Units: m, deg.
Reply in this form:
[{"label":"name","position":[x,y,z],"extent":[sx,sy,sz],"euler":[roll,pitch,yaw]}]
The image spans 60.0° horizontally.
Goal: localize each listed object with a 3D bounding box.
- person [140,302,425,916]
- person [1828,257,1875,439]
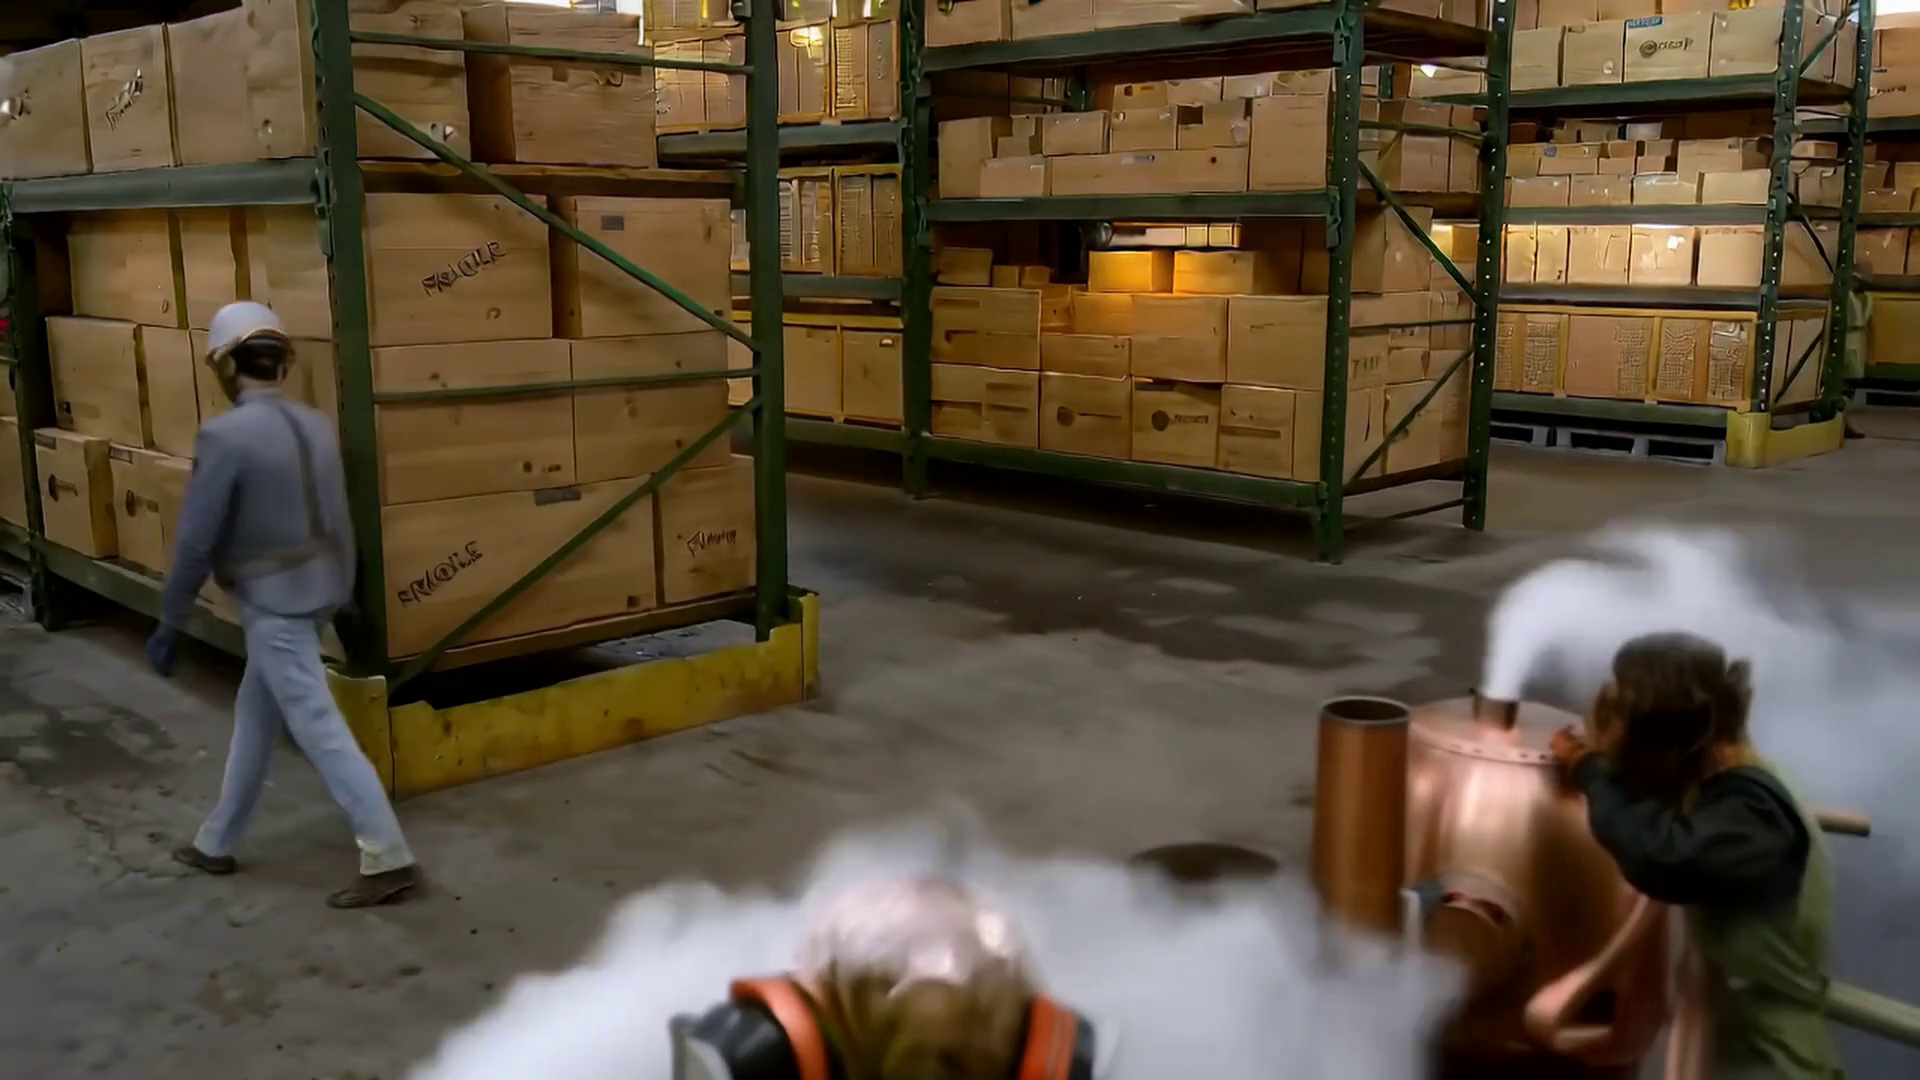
[{"label":"person","position":[-2.171,0.222,5.280],"extent":[1.015,1.926,0.730],"euler":[1,10,7]},{"label":"person","position":[9.324,-1.991,17.368],"extent":[0.578,1.906,0.408],"euler":[-6,12,-29]}]
